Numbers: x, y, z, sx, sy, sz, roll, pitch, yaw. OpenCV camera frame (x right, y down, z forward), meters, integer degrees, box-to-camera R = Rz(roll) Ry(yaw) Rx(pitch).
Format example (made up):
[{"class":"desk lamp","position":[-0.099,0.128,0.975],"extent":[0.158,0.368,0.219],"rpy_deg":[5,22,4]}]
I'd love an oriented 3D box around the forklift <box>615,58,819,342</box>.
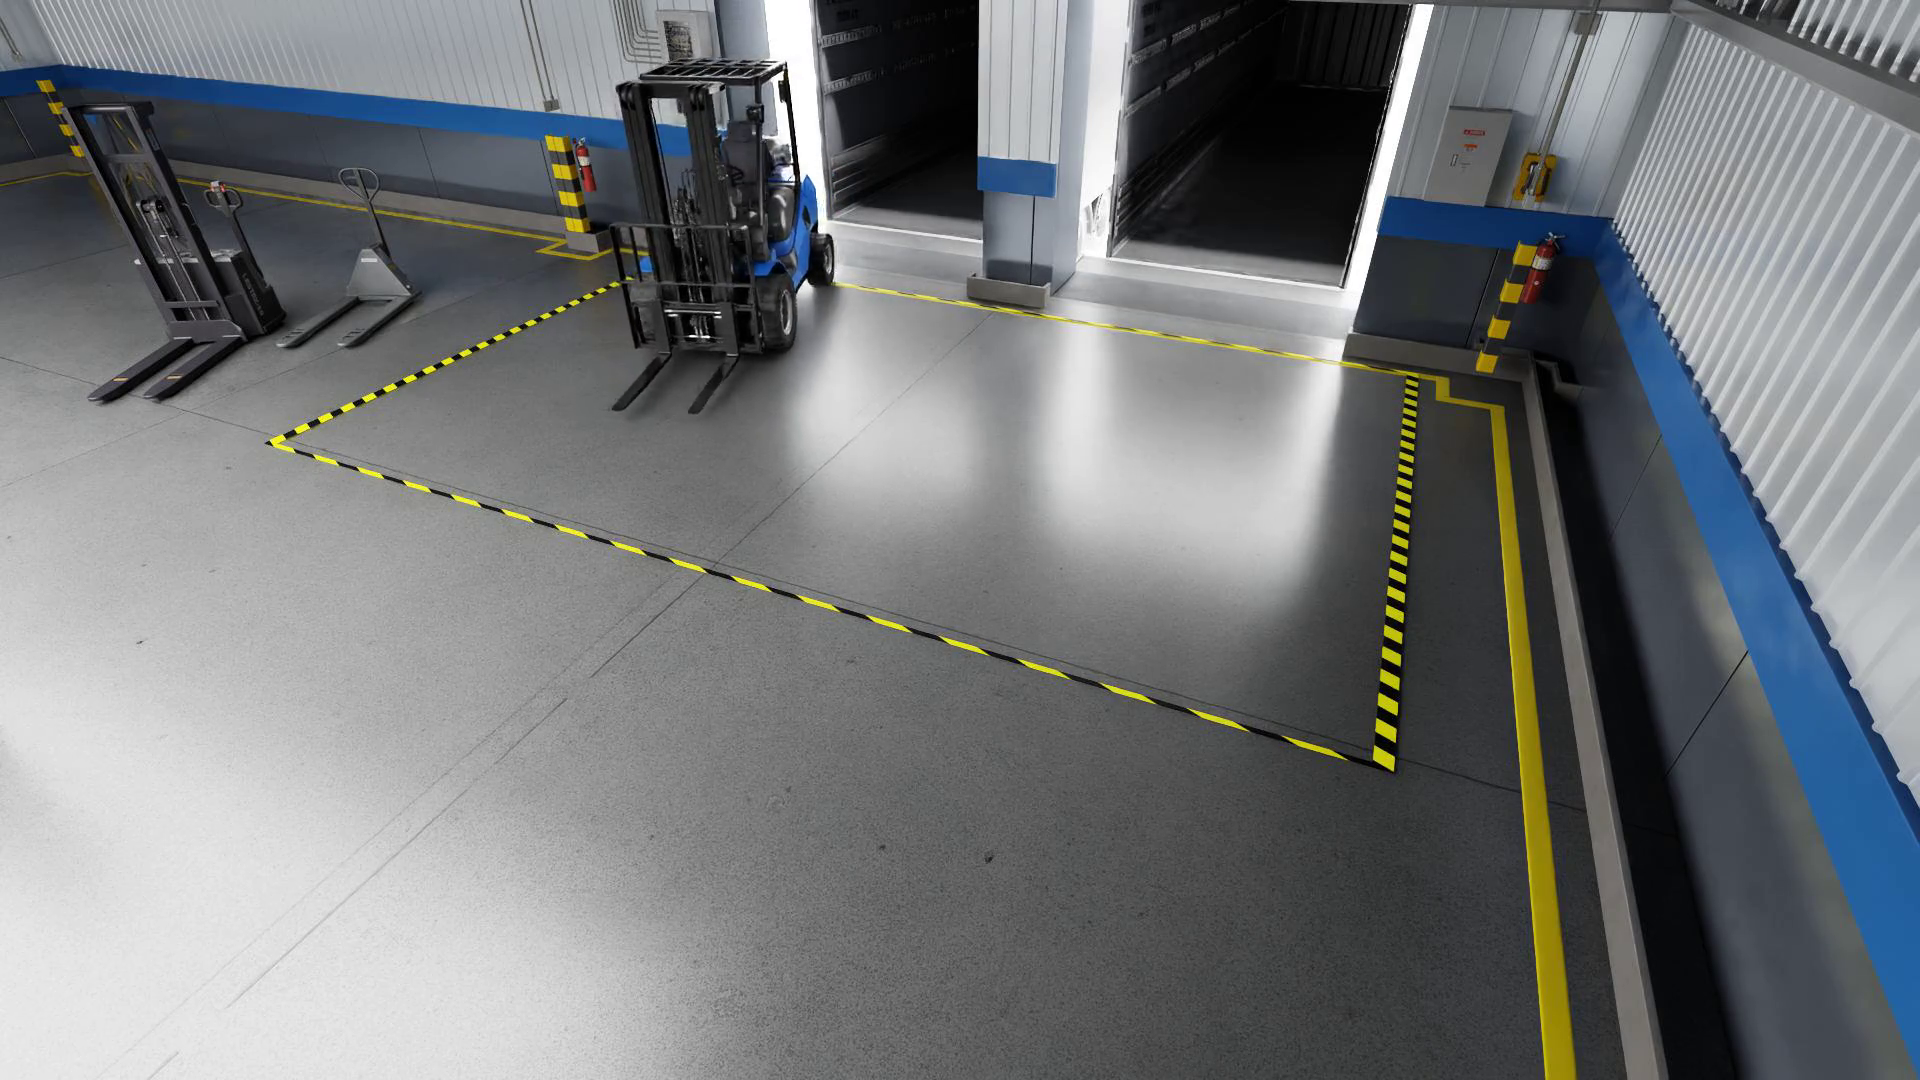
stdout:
[{"class":"forklift","position":[-2.083,-3.154,8.217],"extent":[1.157,2.036,2.680],"rpy_deg":[3,35,4]}]

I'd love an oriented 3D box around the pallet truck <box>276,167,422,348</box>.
[{"class":"pallet truck","position":[-5.732,-2.611,8.414],"extent":[0.680,1.201,1.601],"rpy_deg":[-1,35,-1]}]

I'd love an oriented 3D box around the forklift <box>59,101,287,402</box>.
[{"class":"forklift","position":[-6.686,-2.387,7.434],"extent":[0.823,1.965,1.885],"rpy_deg":[-3,35,-5]}]
